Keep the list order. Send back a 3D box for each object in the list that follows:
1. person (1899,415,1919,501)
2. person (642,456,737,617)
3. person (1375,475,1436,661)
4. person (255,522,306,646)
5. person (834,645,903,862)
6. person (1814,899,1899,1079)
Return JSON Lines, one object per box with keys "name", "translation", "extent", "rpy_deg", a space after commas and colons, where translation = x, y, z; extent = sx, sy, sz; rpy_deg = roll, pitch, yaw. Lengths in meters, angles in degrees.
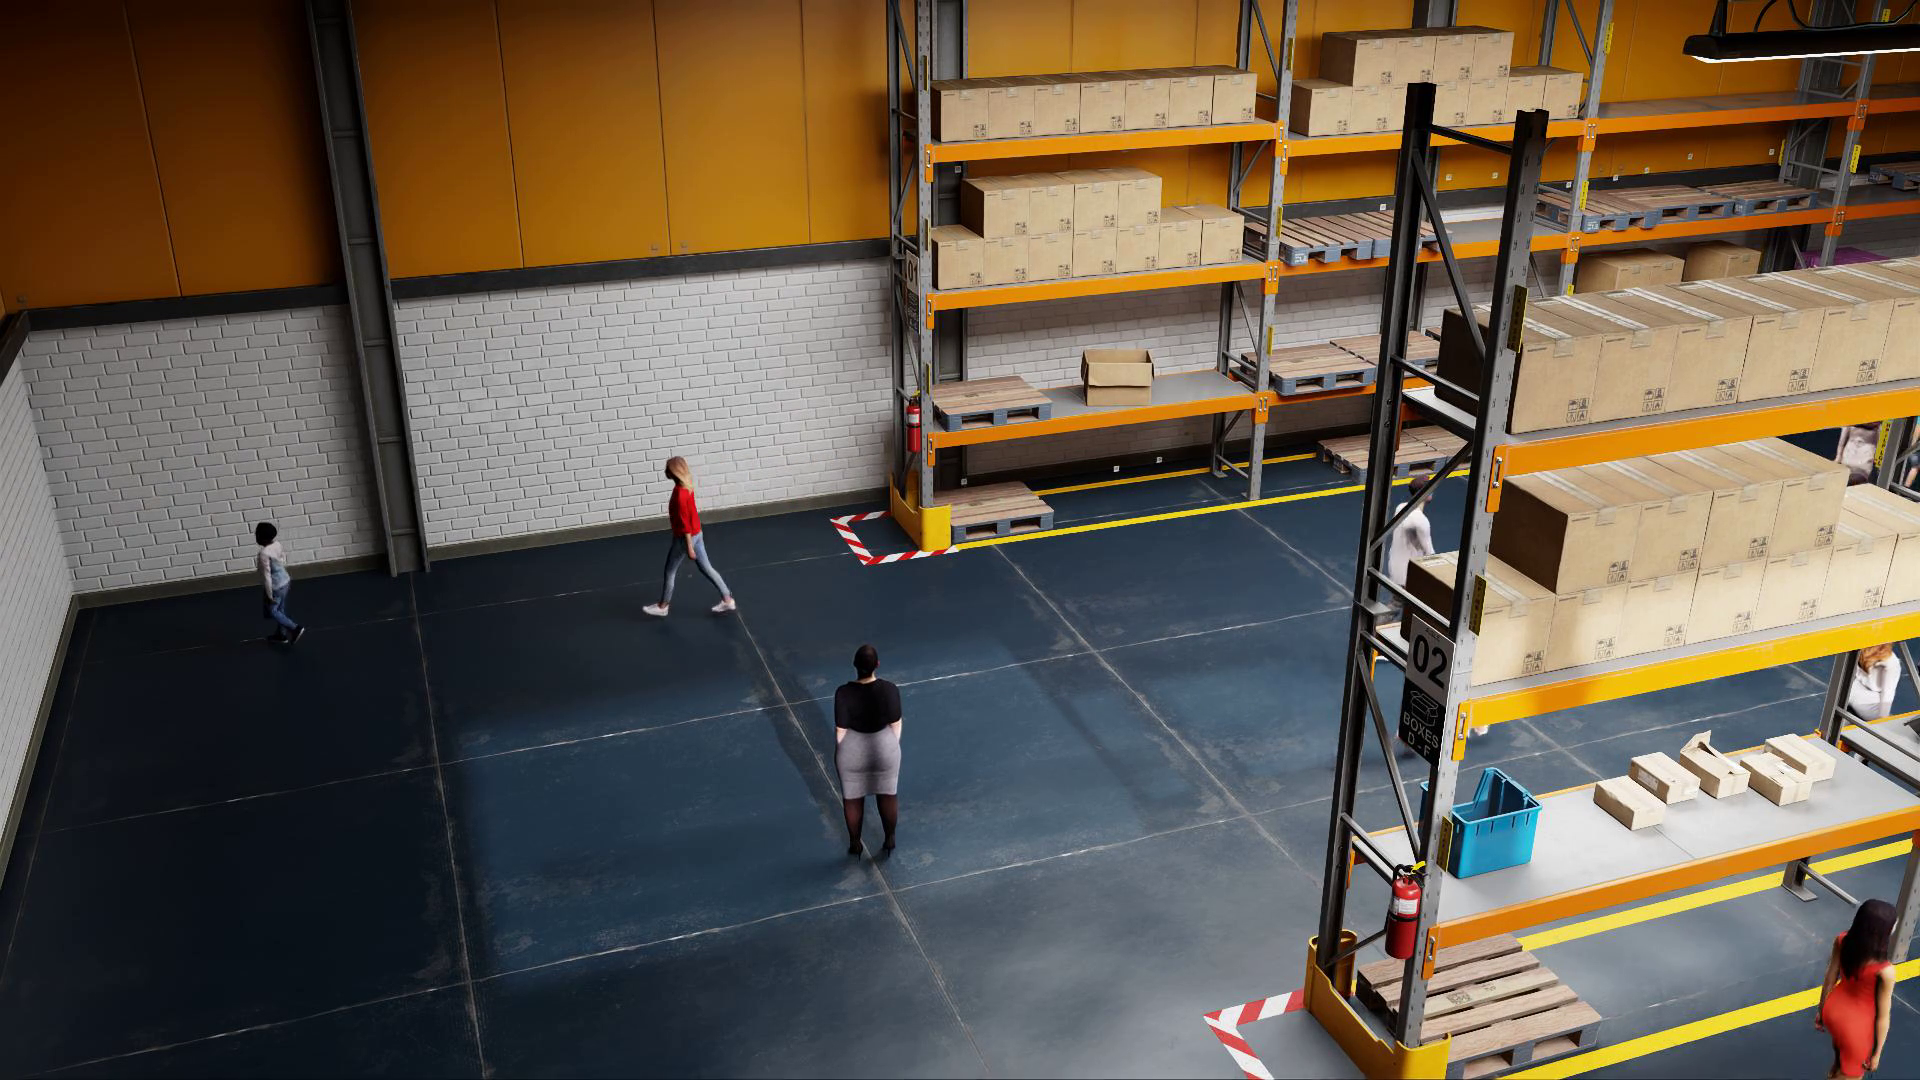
{"name": "person", "translation": [10.763, -1.140, 19.004], "extent": [0.633, 1.436, 0.566], "rpy_deg": [-5, 24, -11]}
{"name": "person", "translation": [-2.554, 0.011, 16.096], "extent": [1.230, 1.656, 0.926], "rpy_deg": [0, 24, 1]}
{"name": "person", "translation": [4.017, 0.295, 15.277], "extent": [1.176, 1.792, 0.847], "rpy_deg": [-2, 24, -5]}
{"name": "person", "translation": [-6.416, 0.423, 15.662], "extent": [0.769, 1.249, 0.660], "rpy_deg": [4, 24, 10]}
{"name": "person", "translation": [-0.677, 1.584, 12.367], "extent": [0.621, 1.760, 0.779], "rpy_deg": [-3, 24, -8]}
{"name": "person", "translation": [5.071, 2.829, 9.593], "extent": [1.009, 1.701, 0.604], "rpy_deg": [-8, 25, -17]}
